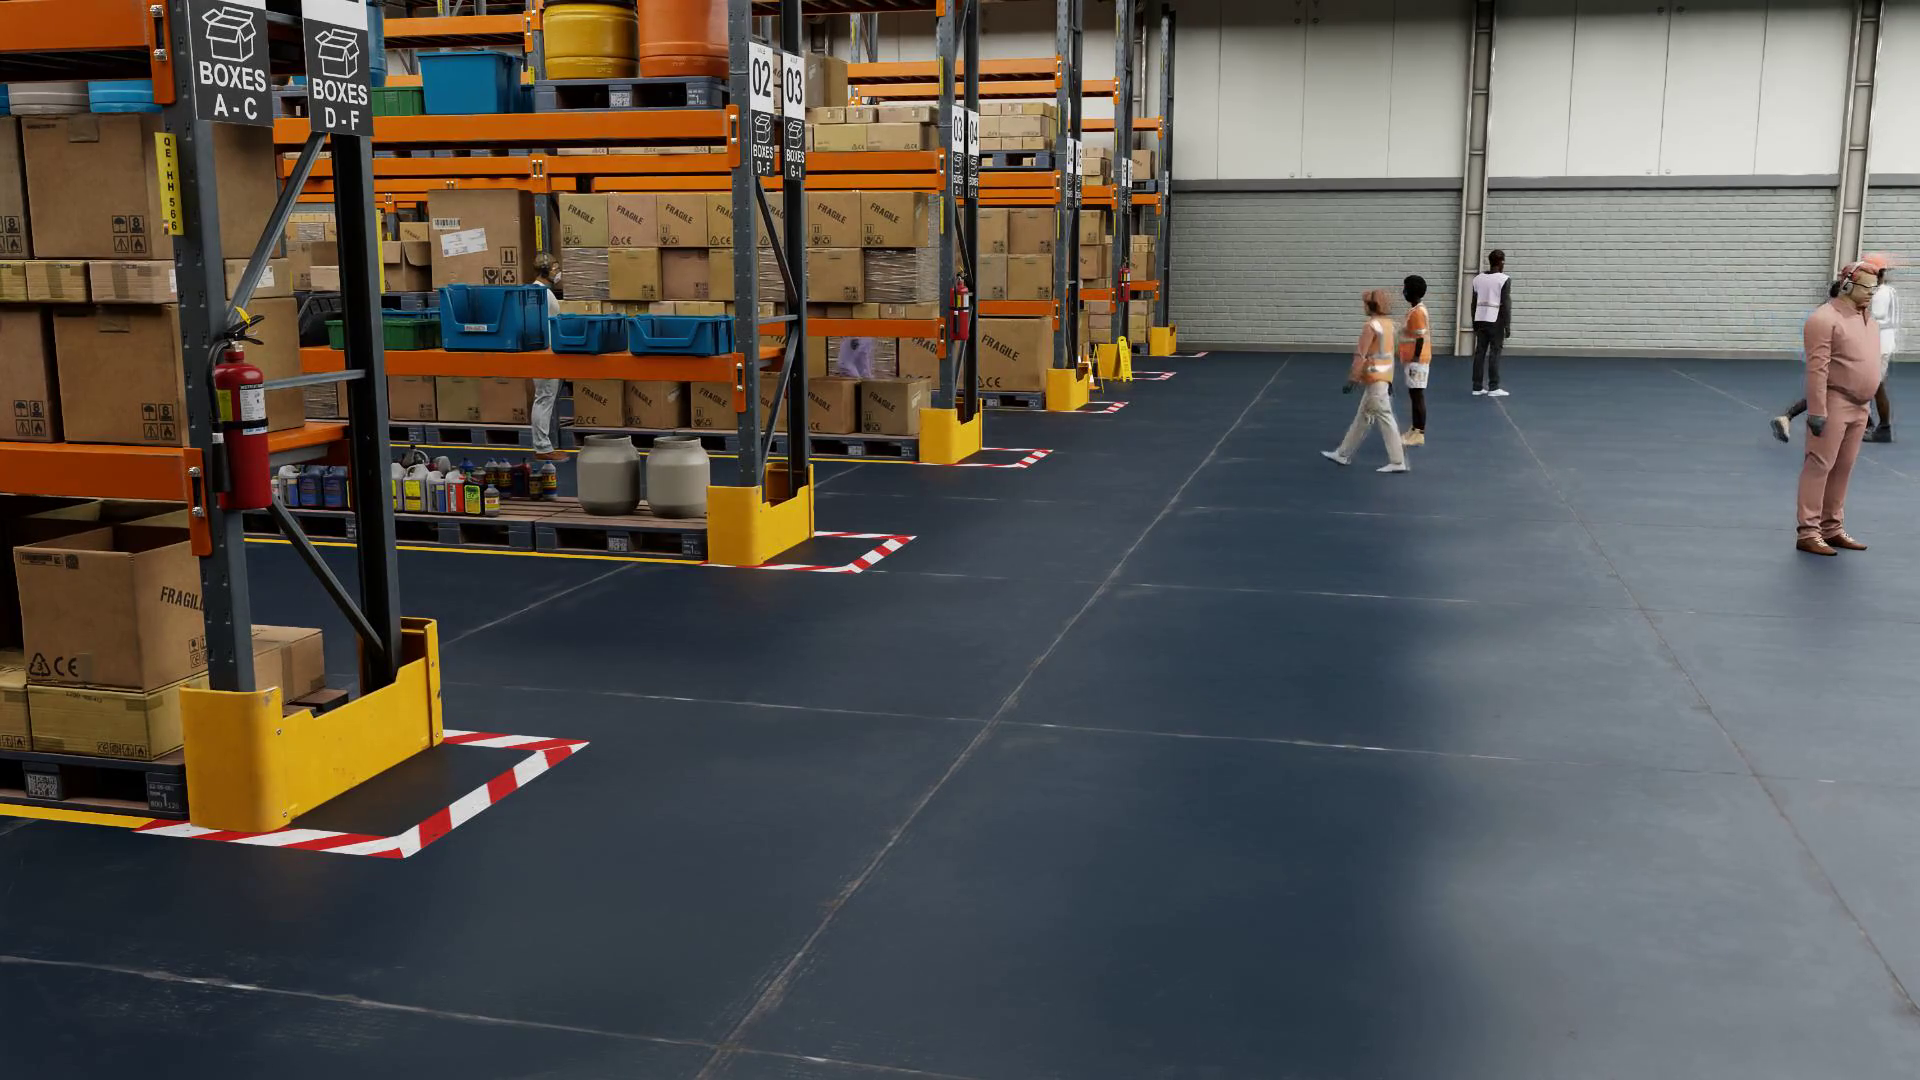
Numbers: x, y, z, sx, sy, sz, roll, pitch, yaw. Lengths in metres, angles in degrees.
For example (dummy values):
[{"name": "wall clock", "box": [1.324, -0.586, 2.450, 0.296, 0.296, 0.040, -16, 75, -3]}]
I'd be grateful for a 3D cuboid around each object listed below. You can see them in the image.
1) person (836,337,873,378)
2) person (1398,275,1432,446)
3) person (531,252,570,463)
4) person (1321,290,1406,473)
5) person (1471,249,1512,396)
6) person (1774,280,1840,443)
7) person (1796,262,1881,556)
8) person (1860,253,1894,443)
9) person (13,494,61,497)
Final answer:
[{"name": "person", "box": [-1.238, -2.454, 19.744, 0.425, 1.890, 0.660, 3, 11, 15]}, {"name": "person", "box": [4.519, -1.779, 16.536, 0.321, 1.698, 0.537, 2, 10, 11]}, {"name": "person", "box": [-3.822, -1.674, 15.340, 0.370, 1.932, 0.623, -2, 10, -13]}, {"name": "person", "box": [3.597, -1.396, 14.691, 0.849, 1.592, 0.527, 7, 12, 32]}, {"name": "person", "box": [6.986, -2.854, 21.896, 0.372, 1.914, 0.597, -7, 12, -33]}, {"name": "person", "box": [8.385, -1.704, 16.218, 0.693, 1.675, 0.542, -1, 10, -8]}, {"name": "person", "box": [5.777, -0.857, 10.874, 0.639, 1.903, 0.406, -6, 12, -32]}, {"name": "person", "box": [9.132, -1.937, 16.836, 0.771, 1.905, 0.571, 4, 11, 21]}, {"name": "person", "box": [-4.923, -0.519, 8.713, 0.926, 2.008, 0.630, 4, 11, 21]}]
